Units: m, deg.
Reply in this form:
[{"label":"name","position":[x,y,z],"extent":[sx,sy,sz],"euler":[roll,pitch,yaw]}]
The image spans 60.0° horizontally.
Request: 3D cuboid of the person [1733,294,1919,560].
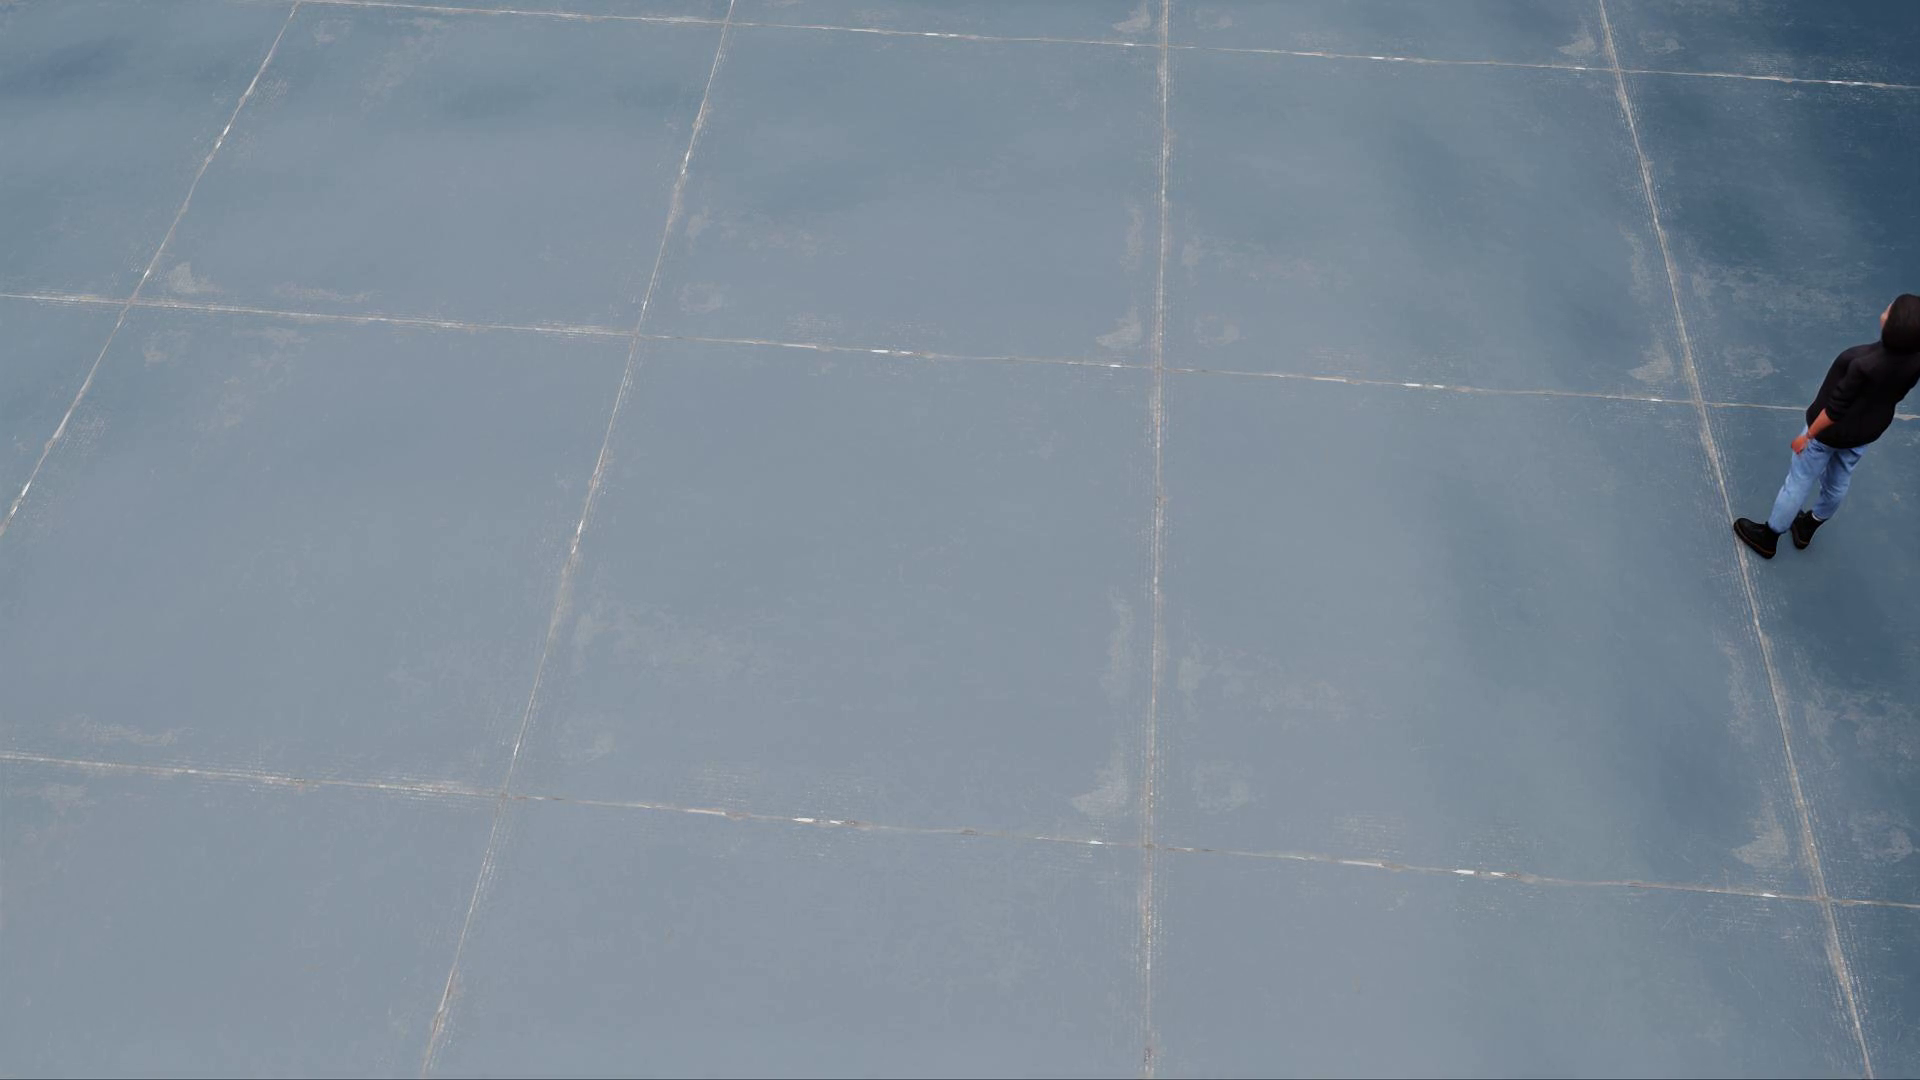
[{"label":"person","position":[4.228,-0.522,7.961],"extent":[0.572,1.704,0.694],"euler":[-10,53,-8]}]
